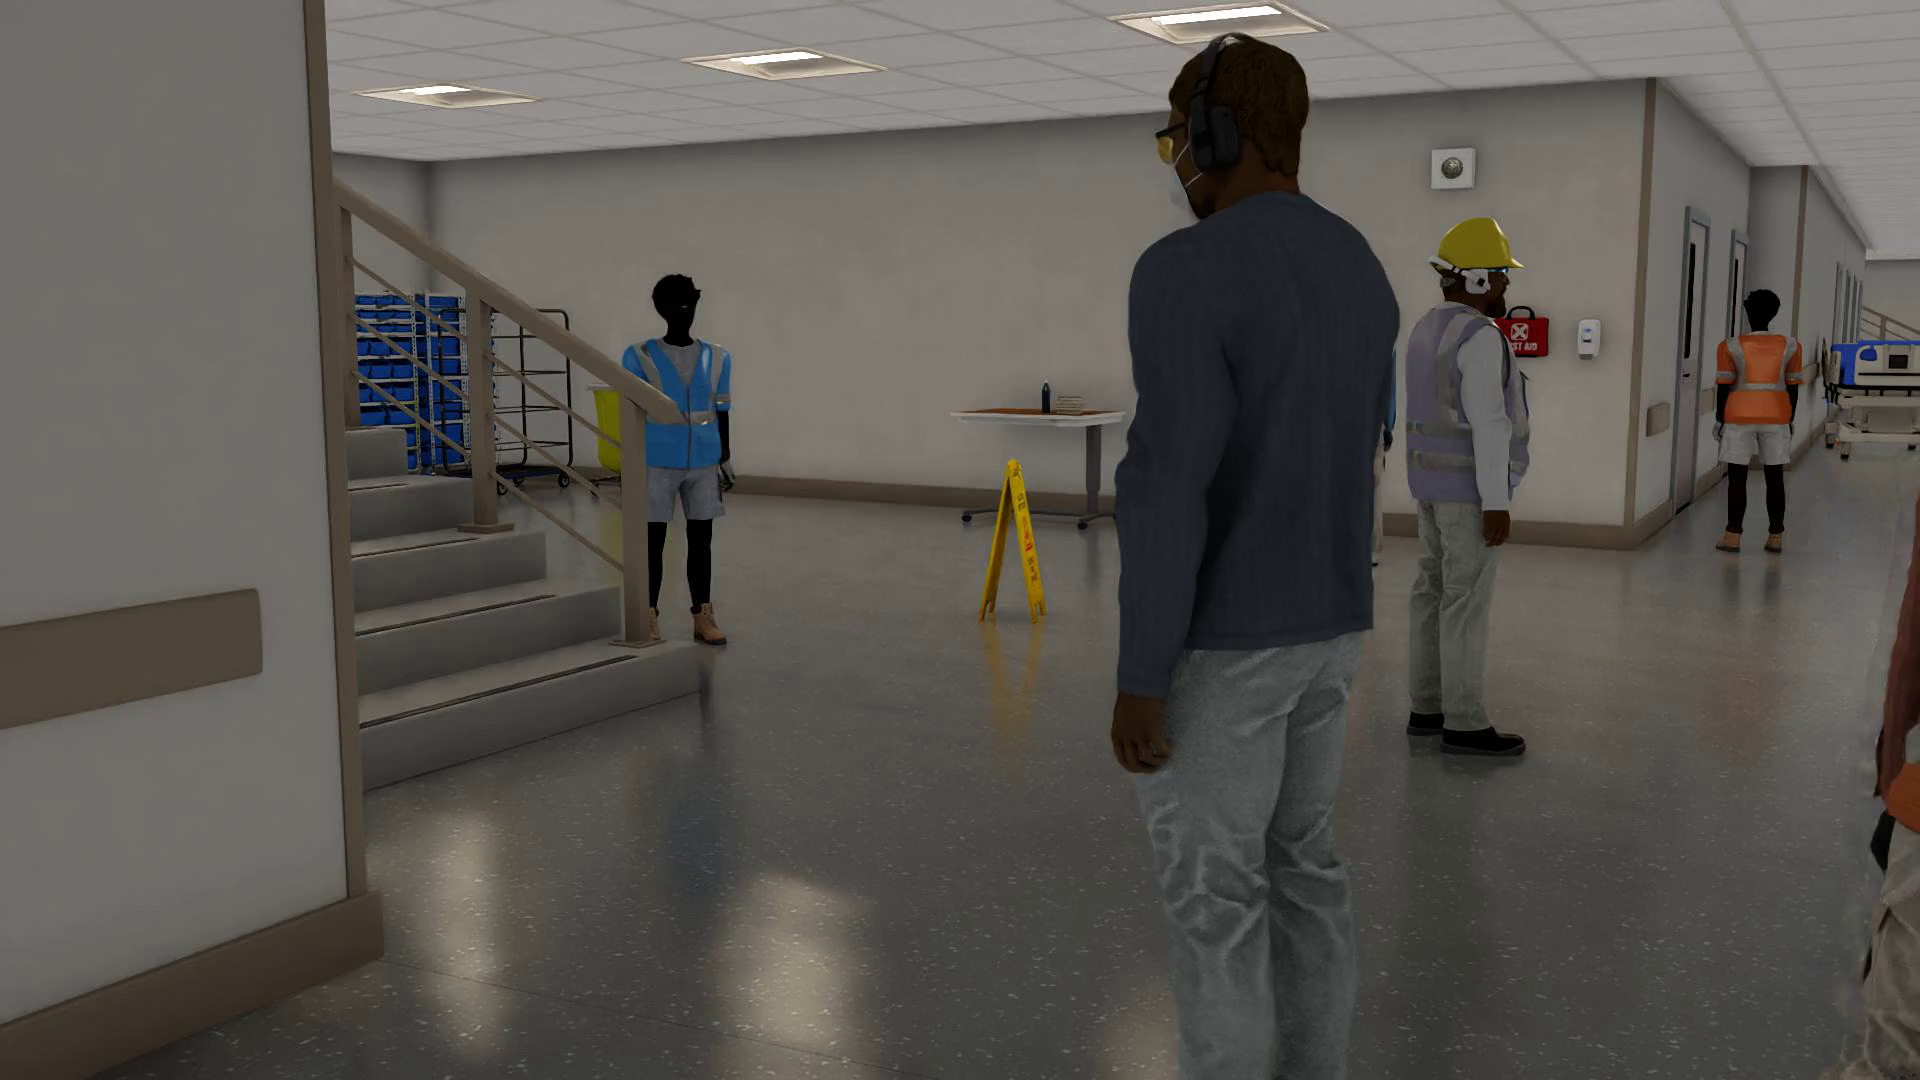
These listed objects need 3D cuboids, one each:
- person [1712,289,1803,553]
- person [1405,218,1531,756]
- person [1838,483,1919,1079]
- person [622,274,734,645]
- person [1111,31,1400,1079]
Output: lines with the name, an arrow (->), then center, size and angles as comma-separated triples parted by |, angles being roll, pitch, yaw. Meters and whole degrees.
person -> 5.116, -0.758, 10.702 | 0.536, 1.696, 0.321 | 1, 8, 9
person -> 1.750, -0.182, 5.746 | 0.404, 1.833, 0.590 | -1, 7, -8
person -> 1.357, 0.407, 2.200 | 0.863, 1.585, 0.522 | -4, 8, -26
person -> -1.275, -0.350, 7.558 | 0.532, 1.697, 0.319 | -4, 8, -28
person -> 0.464, 0.171, 2.676 | 0.377, 1.931, 0.636 | 7, 10, 42
